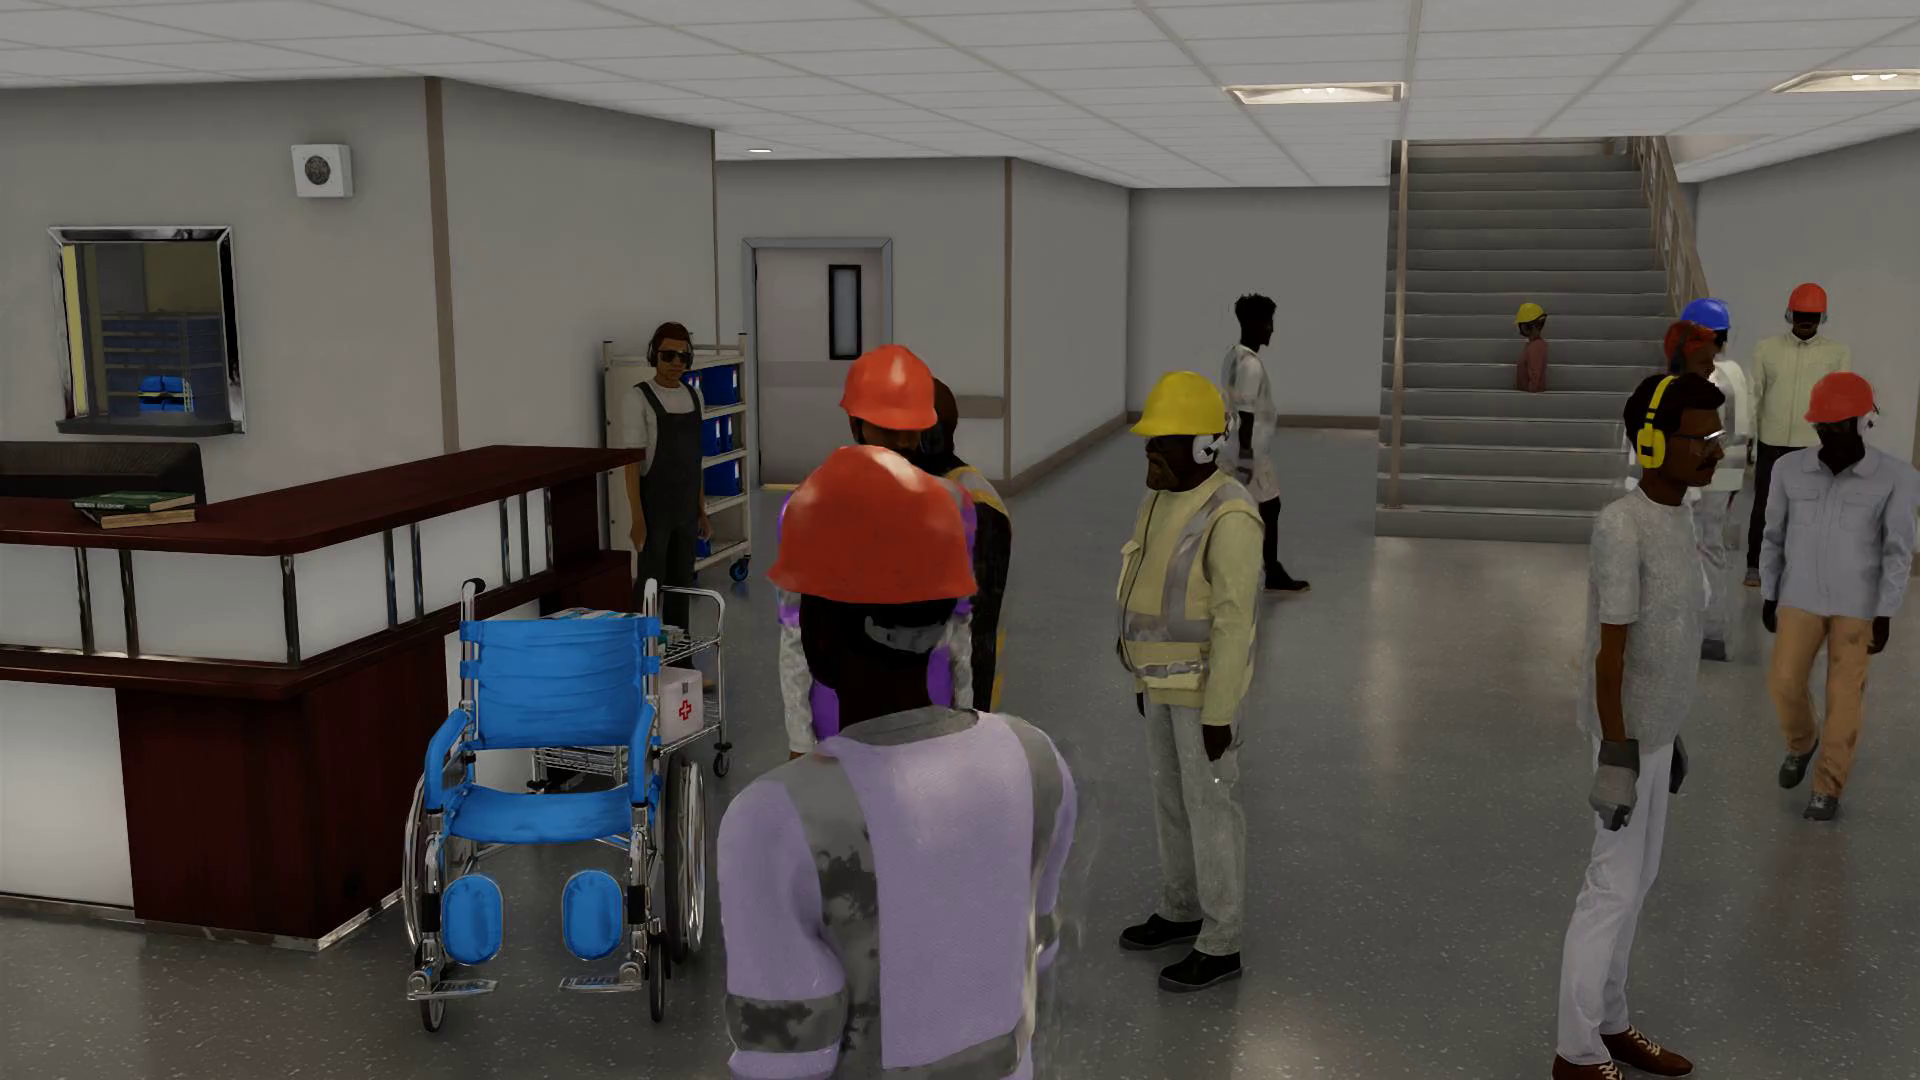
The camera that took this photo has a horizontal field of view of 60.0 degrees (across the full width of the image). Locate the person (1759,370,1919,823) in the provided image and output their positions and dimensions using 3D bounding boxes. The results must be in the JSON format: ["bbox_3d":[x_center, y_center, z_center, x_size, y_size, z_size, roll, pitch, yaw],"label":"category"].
[{"bbox_3d":[3.337,0.214,6.366,0.559,1.732,0.457,9,13,44],"label":"person"}]

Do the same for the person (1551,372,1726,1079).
[{"bbox_3d":[1.736,0.509,4.216,0.311,1.869,0.534,7,12,37],"label":"person"}]

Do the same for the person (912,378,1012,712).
[{"bbox_3d":[-0.095,0.452,4.689,0.431,1.835,0.623,-5,11,-29],"label":"person"}]

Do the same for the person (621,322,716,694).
[{"bbox_3d":[-1.407,-0.132,8.068,0.346,1.842,0.505,7,12,34],"label":"person"}]

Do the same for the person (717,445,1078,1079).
[{"bbox_3d":[-0.135,0.827,2.225,0.565,1.902,0.912,-8,12,-39],"label":"person"}]

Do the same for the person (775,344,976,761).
[{"bbox_3d":[-0.192,0.464,4.294,0.543,1.935,0.366,-4,11,-23],"label":"person"}]

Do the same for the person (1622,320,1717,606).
[{"bbox_3d":[3.262,-0.077,7.692,0.458,1.866,0.587,5,11,25],"label":"person"}]

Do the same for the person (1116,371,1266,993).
[{"bbox_3d":[0.667,0.412,4.939,0.404,1.826,0.592,-3,10,-17],"label":"person"}]

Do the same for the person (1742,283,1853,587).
[{"bbox_3d":[5.408,-0.661,10.778,0.616,1.989,0.401,5,11,25],"label":"person"}]

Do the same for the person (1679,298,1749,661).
[{"bbox_3d":[3.896,-0.322,8.919,0.612,1.926,0.645,7,12,36],"label":"person"}]

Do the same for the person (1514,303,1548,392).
[{"bbox_3d":[4.905,-1.154,14.341,0.328,1.761,0.523,4,10,23],"label":"person"}]
